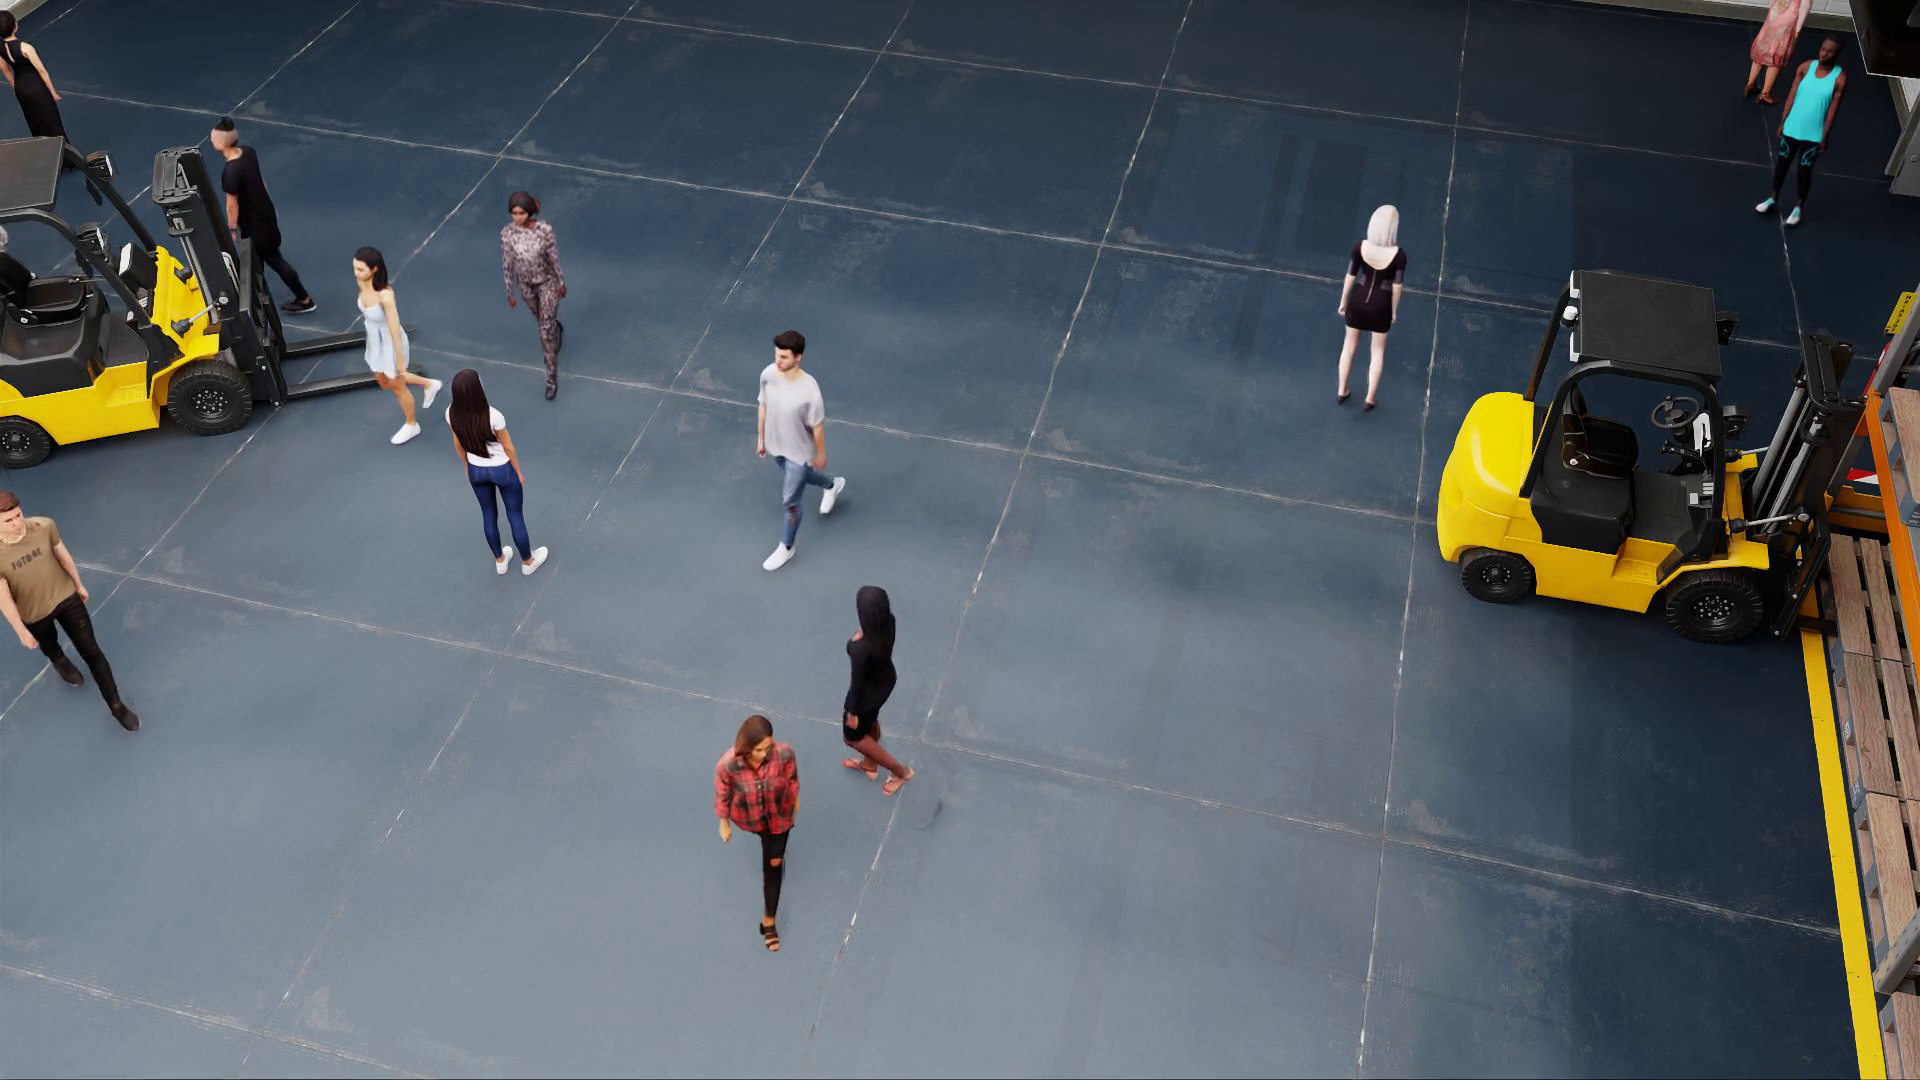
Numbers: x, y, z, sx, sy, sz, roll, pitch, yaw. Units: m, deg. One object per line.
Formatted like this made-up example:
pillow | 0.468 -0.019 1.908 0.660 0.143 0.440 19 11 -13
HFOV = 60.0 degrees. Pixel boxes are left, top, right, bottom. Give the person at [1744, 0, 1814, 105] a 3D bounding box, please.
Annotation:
person | 8.161 -5.146 16.464 0.755 1.690 0.683 -16 46 -16

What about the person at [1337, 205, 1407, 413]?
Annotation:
person | 3.137 -1.775 12.825 0.617 1.828 0.568 16 46 17

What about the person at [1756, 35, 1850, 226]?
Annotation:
person | 7.557 -3.660 14.831 0.780 1.792 0.753 -34 53 -31

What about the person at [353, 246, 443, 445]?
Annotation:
person | -4.259 -1.506 12.624 0.760 1.716 0.896 28 50 26

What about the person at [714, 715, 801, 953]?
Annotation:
person | -1.145 1.493 9.527 0.913 1.647 1.167 -5 44 -5

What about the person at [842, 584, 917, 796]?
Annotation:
person | -0.480 0.930 10.070 0.740 1.712 0.725 12 45 12

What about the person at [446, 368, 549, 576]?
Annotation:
person | -3.227 -0.455 11.479 0.592 1.775 0.517 8 44 9

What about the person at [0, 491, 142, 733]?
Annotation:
person | -5.851 0.383 10.580 1.123 1.802 1.254 32 52 29

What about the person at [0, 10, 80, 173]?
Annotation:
person | -8.639 -4.164 15.496 0.602 1.603 0.546 5 44 5

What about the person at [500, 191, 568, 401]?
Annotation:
person | -3.343 -2.049 13.227 0.815 1.671 1.222 0 44 0

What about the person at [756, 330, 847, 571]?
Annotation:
person | -1.117 -0.718 11.696 1.000 1.855 1.287 29 51 27

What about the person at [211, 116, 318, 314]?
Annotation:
person | -5.728 -2.645 13.731 0.952 1.839 0.987 -6 44 -6
